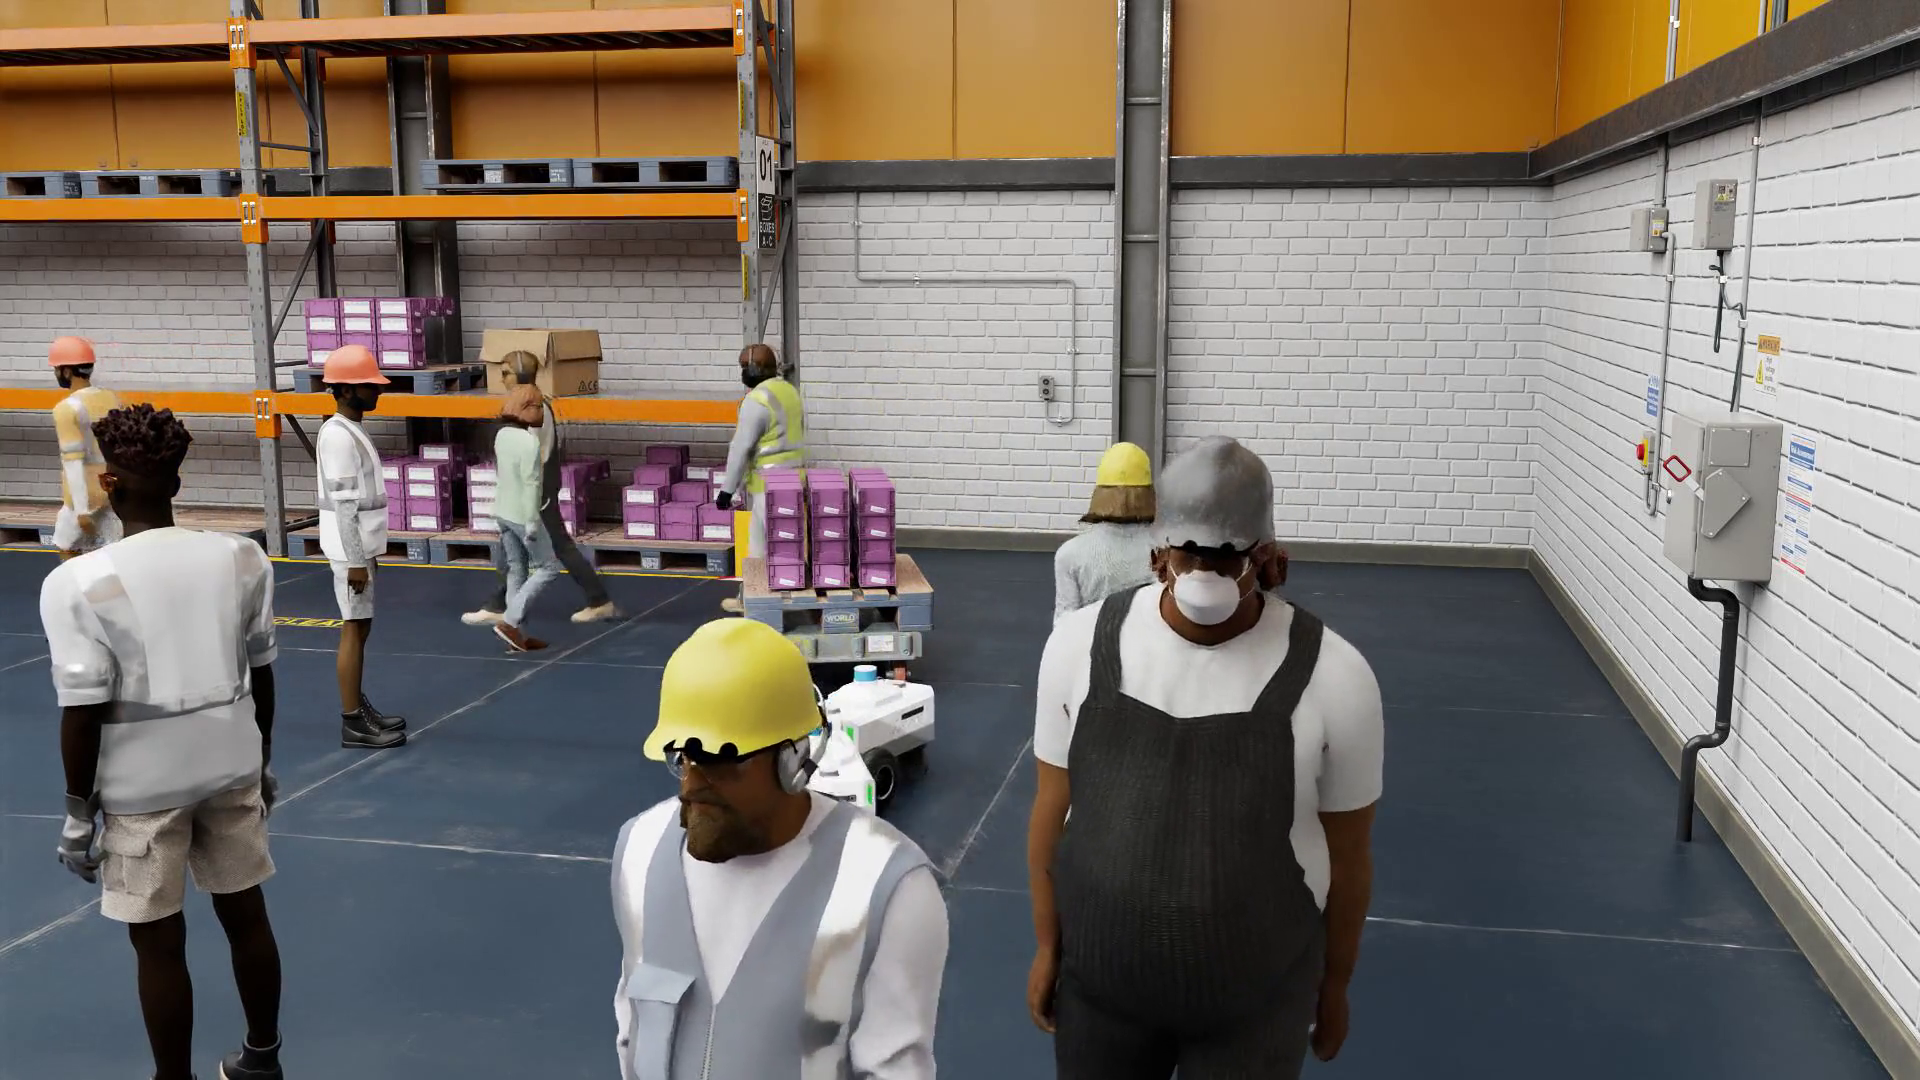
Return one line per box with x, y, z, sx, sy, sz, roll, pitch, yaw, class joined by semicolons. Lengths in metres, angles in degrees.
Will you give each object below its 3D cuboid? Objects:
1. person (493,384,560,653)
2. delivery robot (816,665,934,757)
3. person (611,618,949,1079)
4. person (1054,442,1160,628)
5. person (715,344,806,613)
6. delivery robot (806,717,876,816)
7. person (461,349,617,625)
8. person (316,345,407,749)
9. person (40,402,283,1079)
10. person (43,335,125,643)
-2.596;-0.116;9.870;0.363;1.615;0.495;-9;13;-43;person
-0.412;0.794;7.311;0.477;0.478;0.707;6;11;31;delivery robot
-0.336;1.022;2.477;0.597;1.804;0.791;4;10;20;person
0.559;0.535;5.644;0.501;1.714;0.651;1;9;5;person
-1.307;-0.353;10.733;0.823;1.800;0.657;3;10;16;person
-0.545;0.932;6.476;0.477;0.478;0.707;-2;10;-12;delivery robot
-2.690;-0.326;10.652;0.976;1.794;0.520;-2;10;-13;person
-2.887;0.033;8.016;0.359;1.938;0.547;-3;10;-16;person
-2.072;0.622;4.379;0.374;1.966;0.607;7;12;35;person
-5.163;-0.286;10.054;0.871;1.908;0.554;3;10;15;person
